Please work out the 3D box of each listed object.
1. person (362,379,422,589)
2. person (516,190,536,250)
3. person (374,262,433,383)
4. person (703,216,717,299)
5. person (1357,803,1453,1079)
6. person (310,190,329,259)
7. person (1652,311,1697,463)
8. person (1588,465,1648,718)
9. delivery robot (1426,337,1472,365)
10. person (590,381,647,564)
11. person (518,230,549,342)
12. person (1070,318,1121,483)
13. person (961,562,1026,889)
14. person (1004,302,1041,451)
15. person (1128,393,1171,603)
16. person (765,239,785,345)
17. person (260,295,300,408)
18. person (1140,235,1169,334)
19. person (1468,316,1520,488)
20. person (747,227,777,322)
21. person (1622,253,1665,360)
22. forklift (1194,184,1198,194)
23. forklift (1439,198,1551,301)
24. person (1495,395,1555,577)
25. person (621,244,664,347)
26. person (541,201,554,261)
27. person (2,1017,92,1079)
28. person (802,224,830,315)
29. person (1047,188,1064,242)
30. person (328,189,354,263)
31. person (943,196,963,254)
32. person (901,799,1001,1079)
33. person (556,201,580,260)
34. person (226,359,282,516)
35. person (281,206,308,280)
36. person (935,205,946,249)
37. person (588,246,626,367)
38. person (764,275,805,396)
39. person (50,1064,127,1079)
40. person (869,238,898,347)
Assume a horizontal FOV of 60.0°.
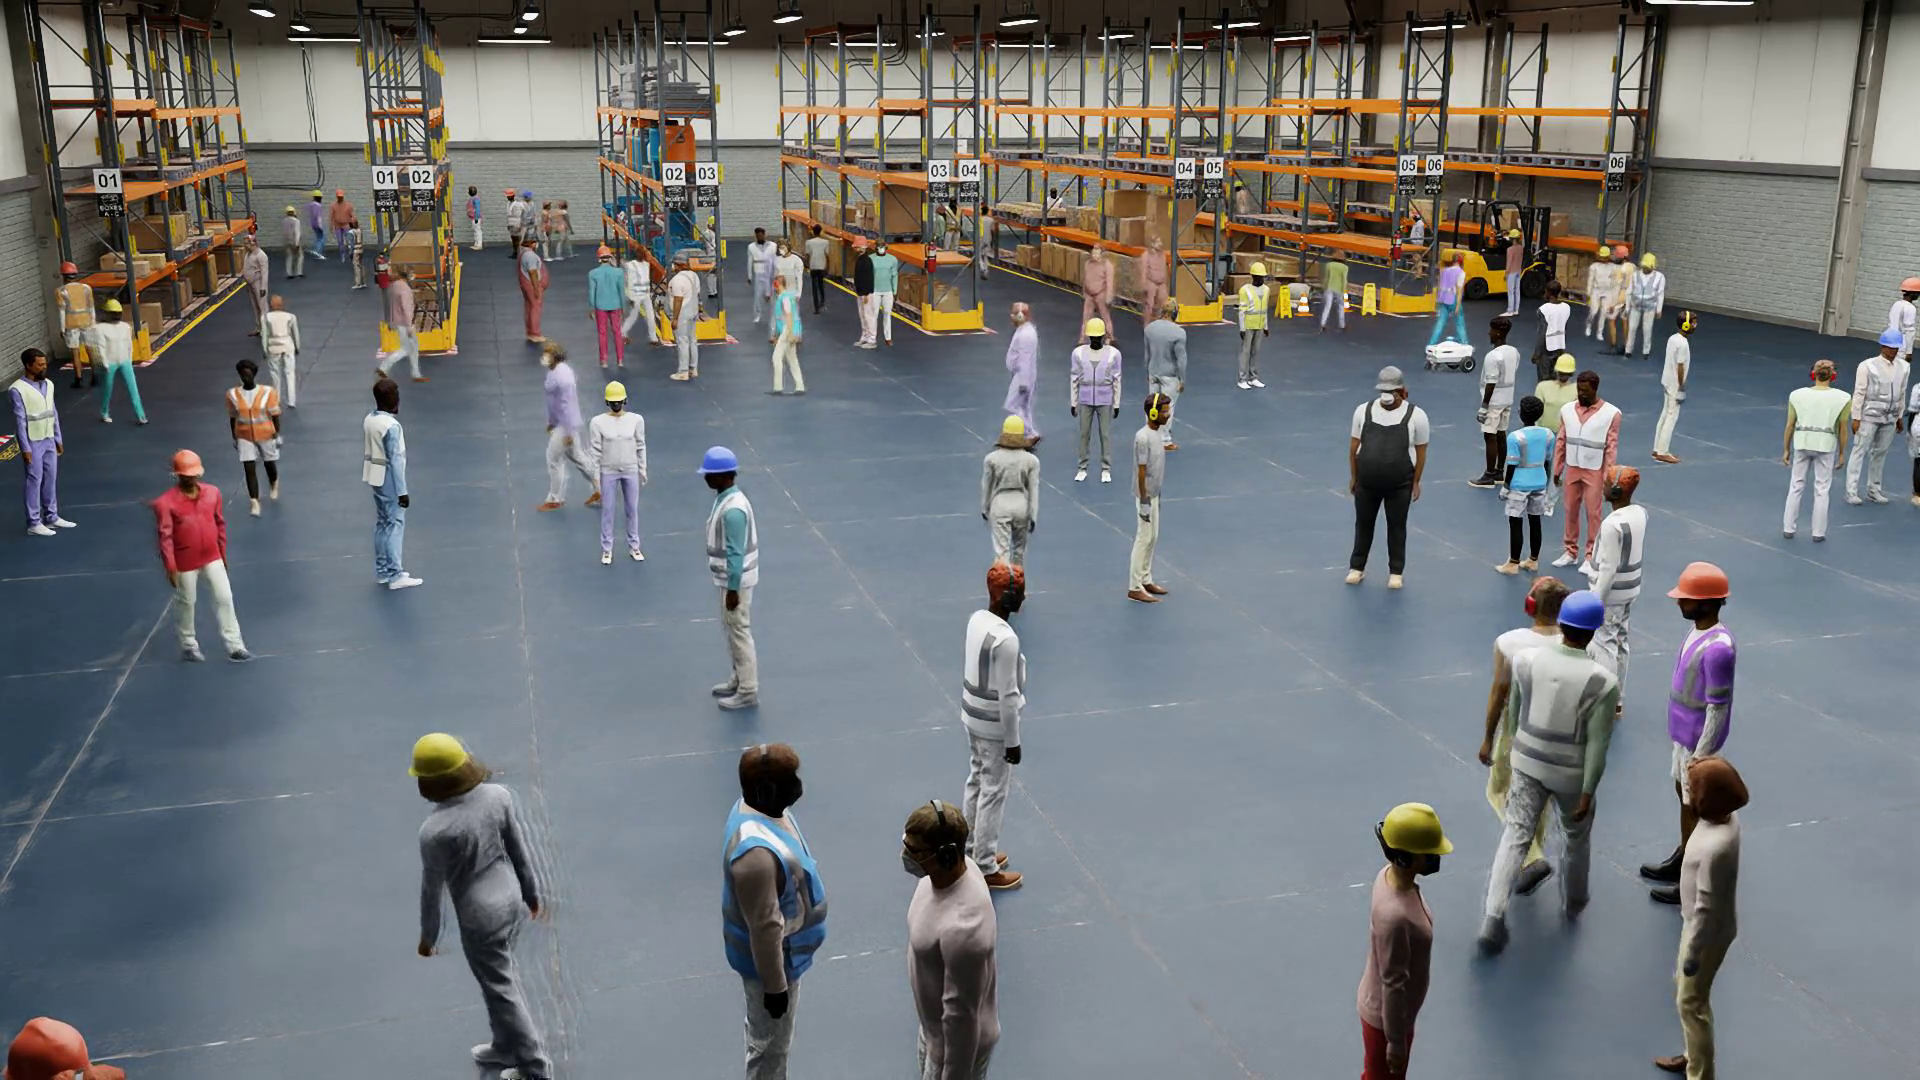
[{"bbox_3d":[-5.199,-0.505,15.102,0.392,1.911,0.582,-11,18,-36],"label":"person"},{"bbox_3d":[-11.845,-8.578,45.455,0.433,1.925,0.729,8,17,27],"label":"person"},{"bbox_3d":[-8.674,-3.329,25.730,0.783,1.910,0.661,-7,17,-26],"label":"person"},{"bbox_3d":[-5.493,-6.289,37.017,0.403,1.826,0.586,2,15,7],"label":"person"},{"bbox_3d":[1.712,1.849,6.506,0.311,1.768,0.532,4,15,14],"label":"person"},{"bbox_3d":[-17.716,-8.711,45.975,0.409,1.912,0.588,-13,20,-40],"label":"person"},{"bbox_3d":[8.756,-1.875,20.353,0.332,1.861,0.505,2,15,8],"label":"person"},{"bbox_3d":[4.602,0.394,11.760,0.355,1.882,0.576,12,19,39],"label":"person"},{"bbox_3d":[7.978,-3.065,27.139,0.707,0.478,0.477,-4,15,-14],"label":"delivery robot"},{"bbox_3d":[-3.248,-0.645,15.889,0.530,1.767,0.328,-5,16,-20],"label":"person"},{"bbox_3d":[-7.786,-4.654,30.448,0.536,2.000,0.677,-8,17,-29],"label":"person"},{"bbox_3d":[1.565,-1.615,19.254,0.589,1.919,0.403,3,15,12],"label":"person"},{"bbox_3d":[0.194,1.040,9.355,0.365,1.875,0.567,-4,16,-16],"label":"person"},{"bbox_3d":[0.753,-2.026,20.834,0.425,1.894,0.674,1,15,4],"label":"person"},{"bbox_3d":[1.689,-0.380,14.719,0.332,1.860,0.512,6,16,22],"label":"person"},{"bbox_3d":[-3.343,-4.512,30.198,0.593,1.898,0.674,10,18,34],"label":"person"},{"bbox_3d":[-9.830,-2.738,24.072,0.540,1.594,0.832,-9,17,-30],"label":"person"},{"bbox_3d":[3.680,-4.749,31.106,0.672,1.885,0.609,-11,19,-36],"label":"person"},{"bbox_3d":[6.116,-1.574,19.003,0.367,1.966,0.607,14,20,42],"label":"person"},{"bbox_3d":[-3.909,-5.279,33.093,0.620,1.897,0.404,-1,15,-5],"label":"person"},{"bbox_3d":[11.623,-3.967,28.284,0.605,1.830,0.403,9,17,30],"label":"person"},{"bbox_3d":[7.392,-11.333,53.972,1.873,2.768,1.129,-4,15,-15],"label":"forklift"},{"bbox_3d":[11.913,-6.508,37.130,2.313,2.155,1.214,-4,15,-15],"label":"forklift"},{"bbox_3d":[5.257,-0.501,15.480,0.532,1.697,0.320,-7,16,-24],"label":"person"},{"bbox_3d":[-5.780,-4.385,29.810,0.919,1.849,0.591,9,17,30],"label":"person"},{"bbox_3d":[-11.311,-8.462,45.574,0.318,1.630,0.513,-2,15,-7],"label":"person"},{"bbox_3d":[-2.646,2.248,5.026,0.341,1.752,0.563,7,17,26],"label":"person"},{"bbox_3d":[-2.978,-5.584,34.331,0.536,1.844,0.547,-6,16,-20],"label":"person"},{"bbox_3d":[2.708,-9.273,48.212,0.635,1.842,0.429,0,15,0],"label":"person"},{"bbox_3d":[-16.686,-8.450,44.854,0.649,1.977,0.577,-3,15,-11],"label":"person"},{"bbox_3d":[-0.196,-8.199,44.173,0.633,1.841,0.429,-8,17,-28],"label":"person"},{"bbox_3d":[-0.040,1.857,6.165,0.375,1.933,0.625,-2,15,-7],"label":"person"},{"bbox_3d":[-10.852,-8.547,45.926,0.822,1.596,0.513,-9,17,-31],"label":"person"},{"bbox_3d":[-7.584,-1.137,17.929,0.534,1.673,0.710,-4,15,-15],"label":"person"},{"bbox_3d":[-16.392,-7.287,40.834,0.611,1.785,0.668,5,16,20],"label":"person"},{"bbox_3d":[-0.501,-8.023,43.926,0.280,1.624,0.494,-3,15,-10],"label":"person"},{"bbox_3d":[-5.847,-3.864,27.566,0.624,1.990,0.396,-7,16,-25],"label":"person"},{"bbox_3d":[-2.664,-3.054,24.907,0.693,1.793,0.660,0,15,0],"label":"person"},{"bbox_3d":[-2.305,2.301,4.582,0.355,1.883,0.575,-9,17,-31],"label":"person"},{"bbox_3d":[-1.412,-4.438,29.834,0.630,1.940,0.372,-4,15,-14],"label":"person"}]
